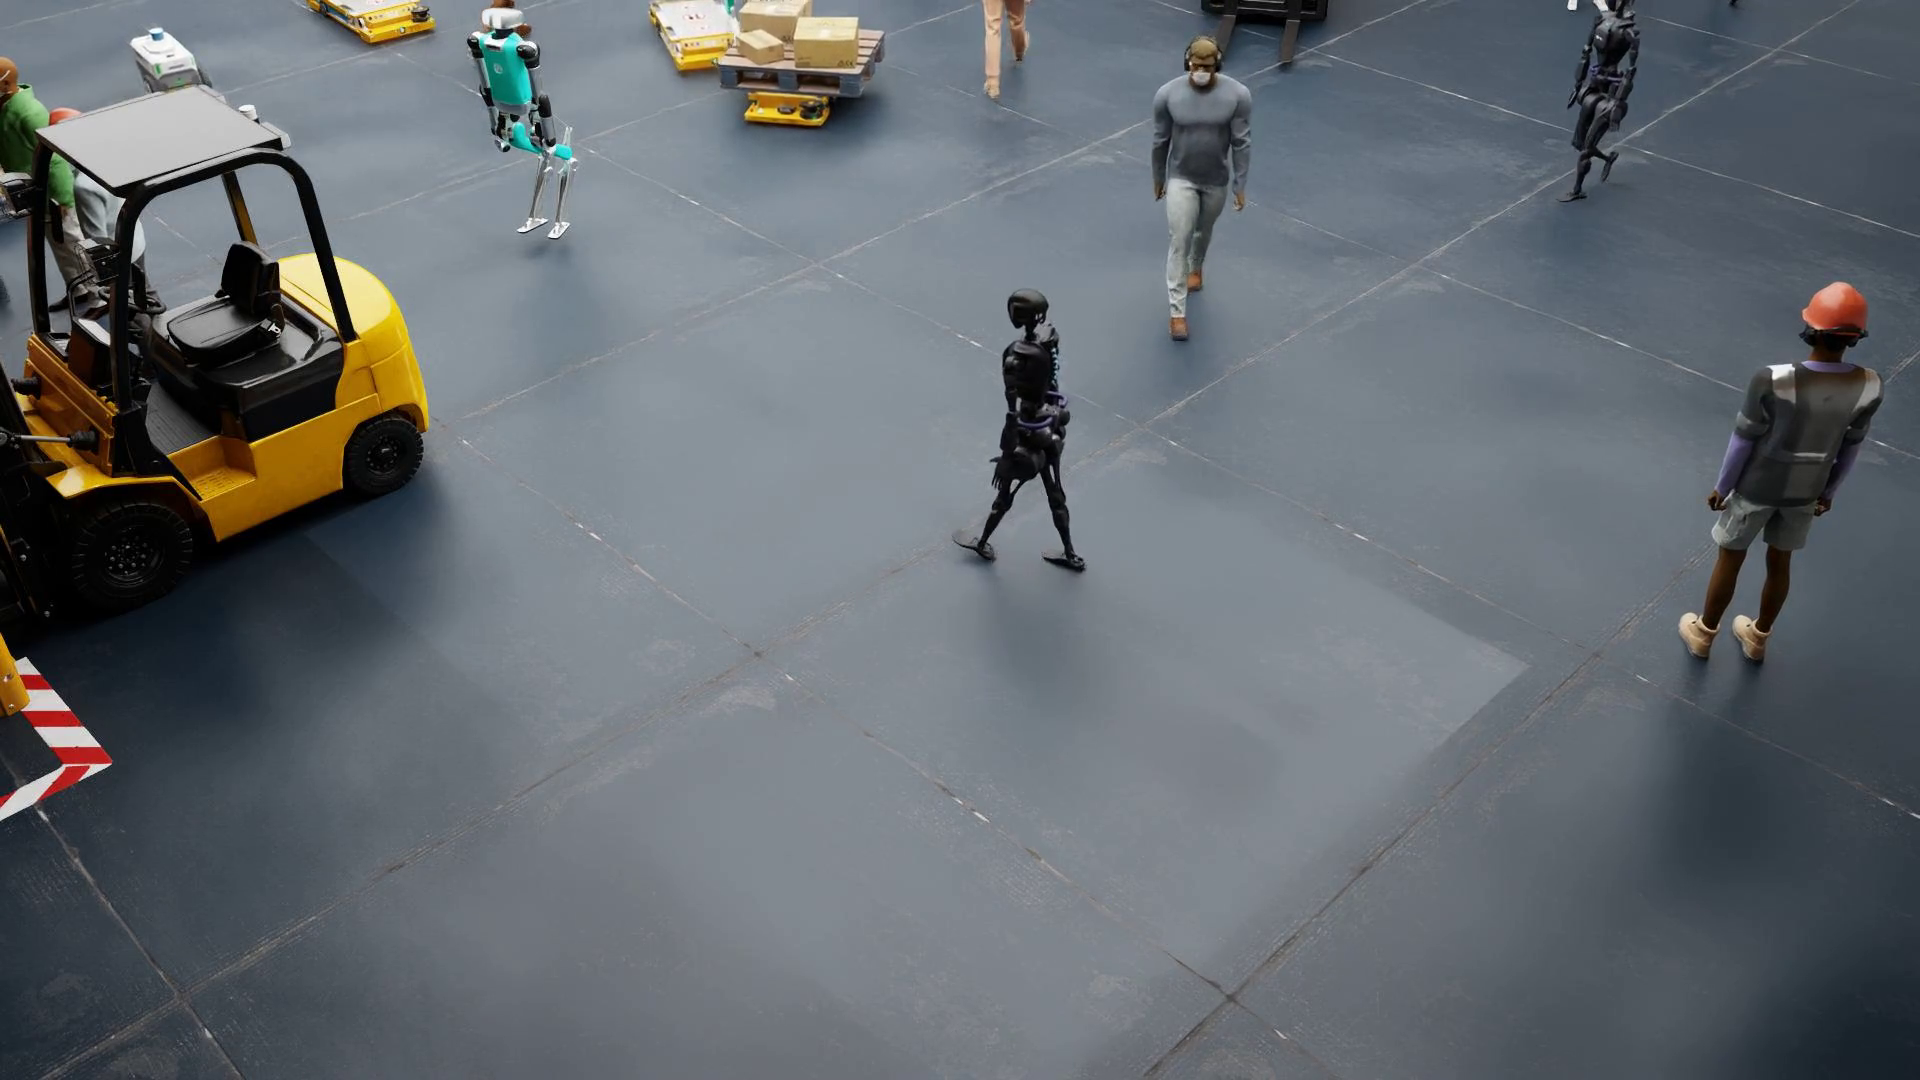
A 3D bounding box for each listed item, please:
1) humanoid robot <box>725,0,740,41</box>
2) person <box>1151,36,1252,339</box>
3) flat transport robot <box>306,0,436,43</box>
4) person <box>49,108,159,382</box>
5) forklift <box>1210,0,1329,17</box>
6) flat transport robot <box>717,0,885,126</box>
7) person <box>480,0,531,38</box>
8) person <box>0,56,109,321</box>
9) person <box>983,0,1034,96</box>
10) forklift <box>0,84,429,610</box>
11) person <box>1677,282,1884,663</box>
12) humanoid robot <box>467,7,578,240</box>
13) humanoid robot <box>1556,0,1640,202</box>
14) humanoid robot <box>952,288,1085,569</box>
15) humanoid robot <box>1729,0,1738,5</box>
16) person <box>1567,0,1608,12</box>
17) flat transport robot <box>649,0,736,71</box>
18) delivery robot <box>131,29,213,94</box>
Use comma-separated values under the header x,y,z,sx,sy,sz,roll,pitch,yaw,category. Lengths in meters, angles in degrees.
x,y,z,sx,sy,sz,roll,pitch,yaw,category
-2.008,-5.021,14.502,0.530,1.730,1.011,-17,40,-22,humanoid robot
1.539,-2.356,10.796,0.628,1.895,1.008,1,37,1,person
-5.606,-5.049,15.756,0.659,0.231,1.431,-27,45,-31,flat transport robot
-5.186,-1.803,10.180,0.350,1.740,0.573,-4,37,-5,person
3.106,-6.400,15.960,1.214,2.155,2.313,8,37,10,forklift
-1.329,-3.907,14.227,0.659,0.231,1.431,6,37,8,flat transport robot
-4.168,-5.266,14.760,0.518,1.808,0.864,7,37,10,person
-5.921,-2.256,10.752,0.539,1.784,0.385,27,44,31,person
0.388,-4.753,14.143,0.570,1.715,1.043,4,37,6,person
-4.145,-1.093,8.856,2.313,2.155,1.214,-31,47,-34,forklift
3.890,-0.285,7.912,0.597,2.035,0.396,-1,37,-1,person
-2.947,-2.951,11.609,0.533,1.677,0.735,15,39,19,humanoid robot
4.809,-3.305,12.262,0.592,1.639,0.590,-13,39,-16,humanoid robot
0.332,-0.571,8.605,0.727,1.628,0.616,18,40,22,humanoid robot
7.532,-5.984,15.852,0.609,1.639,0.692,-8,38,-11,humanoid robot
6.072,-5.813,15.630,0.513,1.640,0.306,1,37,2,person
-2.402,-4.662,15.237,0.659,0.231,1.431,-12,38,-15,flat transport robot
-6.772,-4.058,14.180,0.499,0.583,0.765,-25,43,-30,delivery robot
